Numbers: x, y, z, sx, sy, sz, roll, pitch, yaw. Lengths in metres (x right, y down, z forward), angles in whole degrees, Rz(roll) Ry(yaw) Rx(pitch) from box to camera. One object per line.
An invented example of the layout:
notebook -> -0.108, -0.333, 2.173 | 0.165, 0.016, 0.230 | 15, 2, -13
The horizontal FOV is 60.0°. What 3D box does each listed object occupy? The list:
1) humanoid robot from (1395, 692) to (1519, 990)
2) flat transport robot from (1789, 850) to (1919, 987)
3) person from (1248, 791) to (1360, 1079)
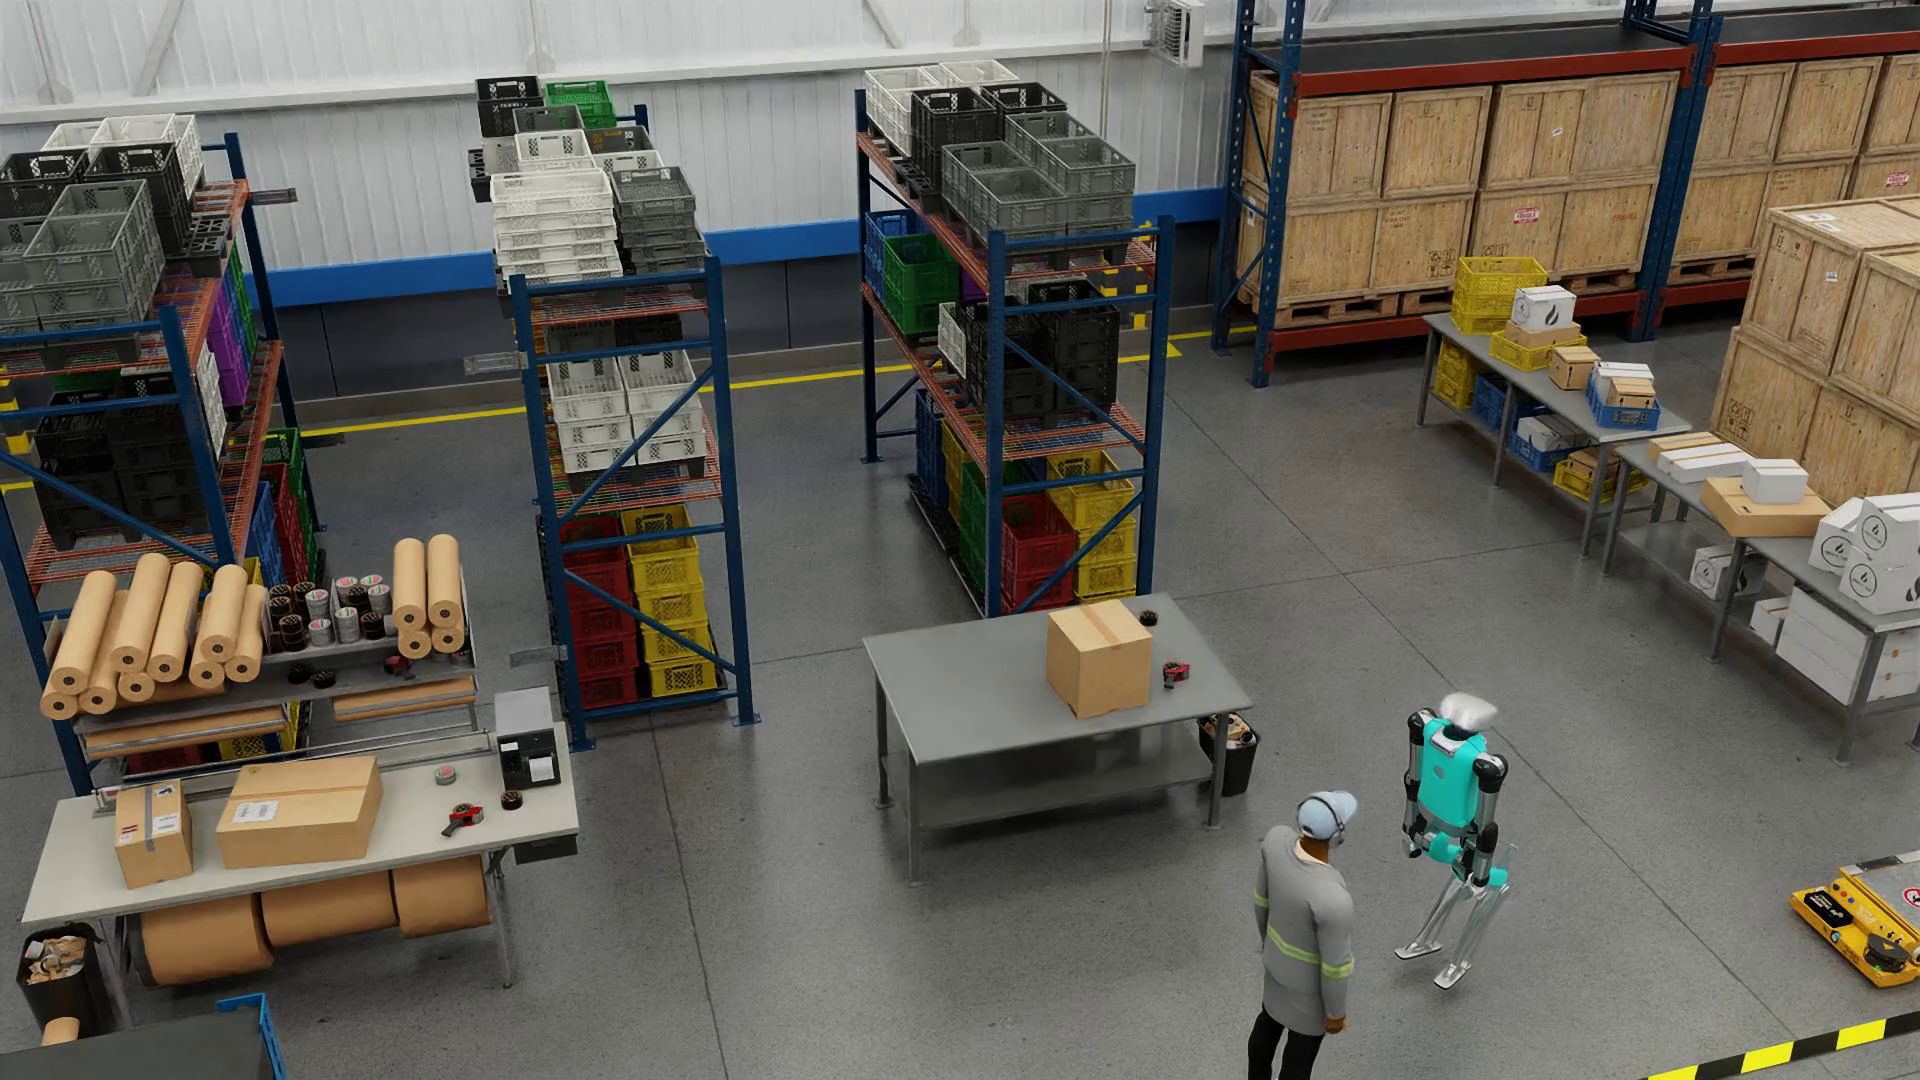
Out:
humanoid robot -> 2.466, 1.385, 7.974 | 0.735, 1.681, 0.533 | -17, 33, -28
flat transport robot -> 5.163, 1.916, 8.676 | 1.431, 0.231, 0.659 | -8, 30, -14
person -> 1.492, 1.838, 7.172 | 0.373, 1.852, 0.597 | -11, 31, -20
